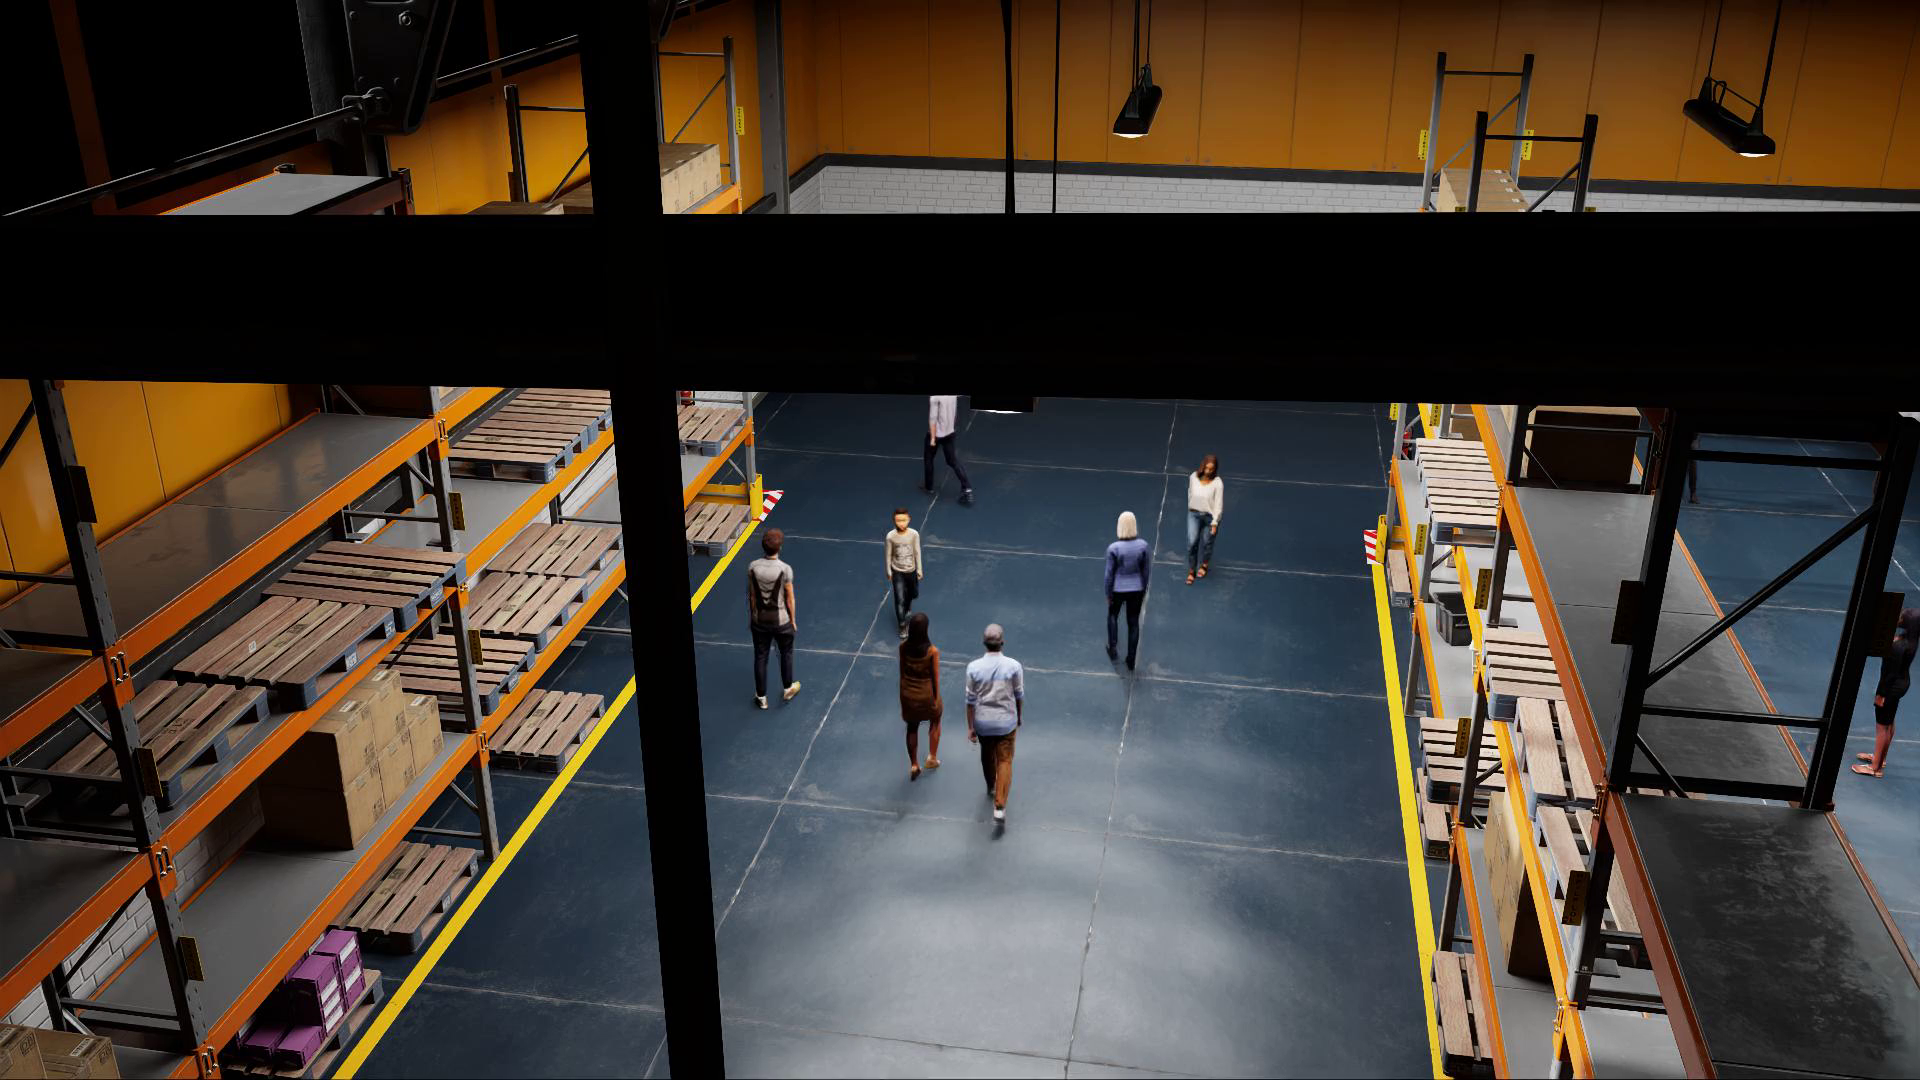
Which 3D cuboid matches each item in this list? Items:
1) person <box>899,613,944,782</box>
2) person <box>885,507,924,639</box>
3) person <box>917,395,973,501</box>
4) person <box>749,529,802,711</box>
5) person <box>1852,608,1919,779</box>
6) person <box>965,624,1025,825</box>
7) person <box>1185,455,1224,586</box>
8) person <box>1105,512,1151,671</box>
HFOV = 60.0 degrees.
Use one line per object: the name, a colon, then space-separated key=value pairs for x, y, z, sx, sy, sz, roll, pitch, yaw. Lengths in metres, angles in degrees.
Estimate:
person: x=-0.407 y=1.489 z=15.436 sx=0.597 sy=1.676 sz=0.625 roll=6 pitch=24 yaw=14
person: x=-0.621 y=0.312 z=18.412 sx=0.766 sy=1.451 sz=0.953 roll=-5 pitch=24 yaw=-12
person: x=-0.173 y=-1.375 z=21.822 sx=1.201 sy=1.809 sz=1.178 roll=-20 pitch=31 yaw=-38
person: x=-1.899 y=0.819 z=16.719 sx=0.637 sy=1.877 sz=0.698 roll=1 pitch=24 yaw=2
person: x=8.723 y=1.403 z=15.578 sx=0.747 sy=1.720 sz=0.619 roll=18 pitch=29 yaw=35
person: x=0.319 y=1.673 z=14.879 sx=0.683 sy=1.787 sz=1.153 roll=4 pitch=24 yaw=9
person: x=2.874 y=-0.289 z=19.548 sx=0.767 sy=1.641 sz=0.841 roll=17 pitch=29 yaw=34
person: x=1.775 y=0.560 z=17.503 sx=0.767 sy=1.724 sz=0.855 roll=-1 pitch=24 yaw=-3
